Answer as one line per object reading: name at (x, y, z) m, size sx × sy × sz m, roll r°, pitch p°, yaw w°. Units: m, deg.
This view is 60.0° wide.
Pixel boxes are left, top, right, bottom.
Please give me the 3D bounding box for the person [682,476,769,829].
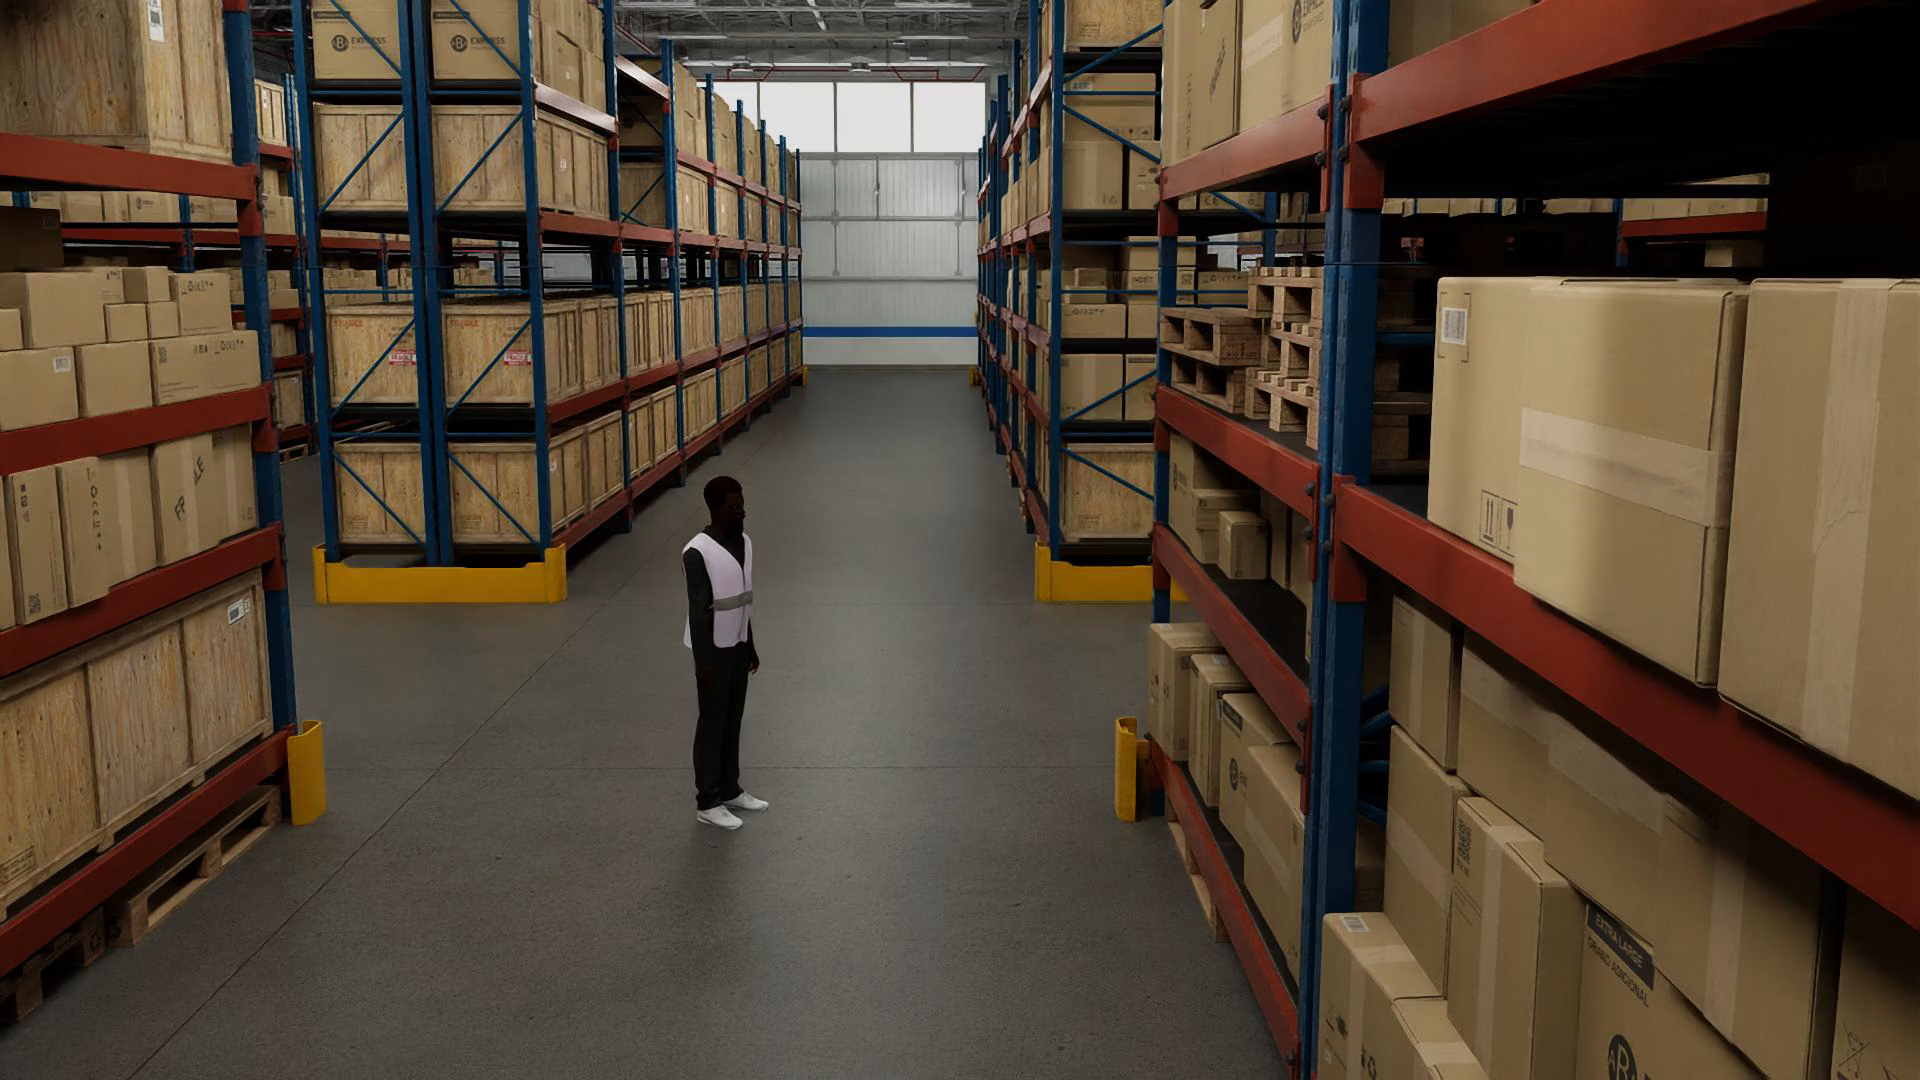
person at (-1.304, 0.599, 9.128) m, size 0.388 × 1.919 × 0.594 m, roll 3°, pitch 10°, yaw 19°
